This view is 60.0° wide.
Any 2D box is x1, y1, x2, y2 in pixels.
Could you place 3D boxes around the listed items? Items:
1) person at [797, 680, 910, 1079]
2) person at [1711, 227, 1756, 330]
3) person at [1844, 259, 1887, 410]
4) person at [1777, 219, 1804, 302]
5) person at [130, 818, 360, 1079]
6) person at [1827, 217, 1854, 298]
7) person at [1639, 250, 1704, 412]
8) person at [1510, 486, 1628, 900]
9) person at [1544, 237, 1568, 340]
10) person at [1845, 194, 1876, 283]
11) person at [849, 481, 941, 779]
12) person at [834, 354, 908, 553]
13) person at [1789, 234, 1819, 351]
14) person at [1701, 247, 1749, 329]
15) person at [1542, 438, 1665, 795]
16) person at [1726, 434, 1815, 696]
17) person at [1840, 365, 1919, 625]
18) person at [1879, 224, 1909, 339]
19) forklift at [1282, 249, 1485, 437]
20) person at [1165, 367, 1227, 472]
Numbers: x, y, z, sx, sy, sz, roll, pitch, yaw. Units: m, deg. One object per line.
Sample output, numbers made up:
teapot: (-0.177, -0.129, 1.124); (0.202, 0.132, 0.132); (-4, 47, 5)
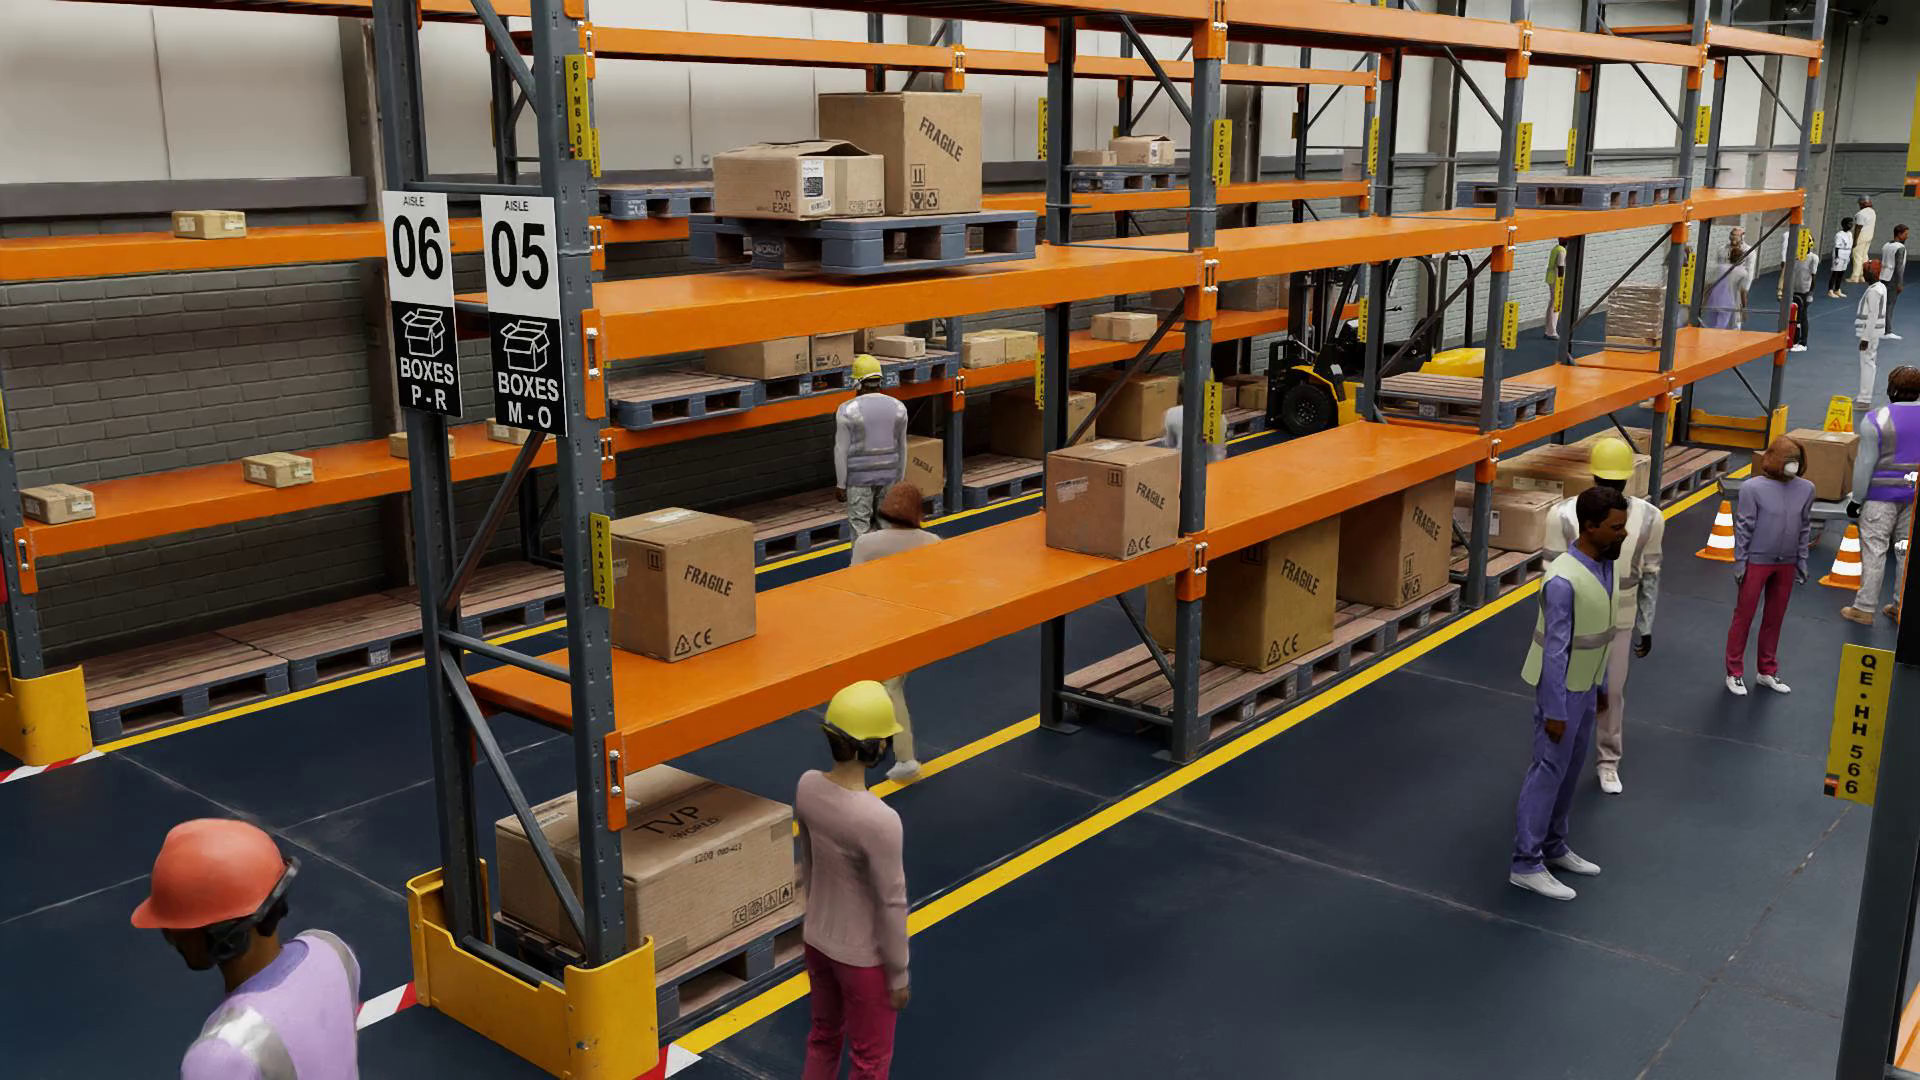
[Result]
person: (-0.327, 1.299, 5.358); (0.326, 1.763, 0.537); (-11, 17, -37)
person: (12.672, -4.179, 27.352); (0.409, 1.913, 0.642); (-13, 19, -43)
person: (11.382, -2.569, 20.848); (0.361, 1.886, 0.574); (9, 16, 32)
person: (17.011, -5.727, 33.977); (0.560, 1.753, 0.327); (-5, 15, -18)
person: (-1.531, 1.561, 3.748); (0.416, 2.032, 0.643); (1, 14, 6)
person: (18.509, -5.924, 34.918); (0.532, 1.690, 0.321); (-10, 17, -35)
person: (8.799, -2.599, 20.650); (0.536, 2.000, 0.688); (-5, 15, -18)
person: (2.780, 0.679, 7.591); (0.395, 1.910, 0.584); (11, 18, 38)
person: (10.015, -4.281, 27.900); (0.373, 1.843, 0.571); (2, 14, 9)
person: (20.879, -7.009, 38.606); (0.683, 2.000, 0.536); (-12, 18, -39)
person: (-0.368, 0.474, 9.099); (0.581, 1.576, 0.888); (-4, 14, -15)
person: (-0.672, -0.476, 12.471); (0.586, 1.824, 0.408); (-8, 16, -30)
person: (13.381, -3.932, 26.459); (0.327, 1.862, 0.512); (-2, 14, -7)
person: (11.196, -3.376, 24.332); (0.790, 1.785, 0.529); (-11, 17, -37)
person: (3.331, 0.403, 8.687); (0.589, 1.917, 0.416); (3, 14, 12)
person: (5.010, 0.153, 10.285); (0.499, 1.634, 0.288); (-2, 14, -9)
person: (6.572, -0.310, 11.742); (0.620, 1.845, 0.430); (-1, 14, -3)
person: (15.716, -4.359, 28.080); (0.390, 1.914, 0.587); (0, 14, 2)
forklift: (4.886, -2.214, 18.767); (2.313, 2.155, 1.214); (11, 18, 38)
person: (1.750, -0.445, 12.484); (0.526, 1.754, 0.418); (10, 17, 35)
